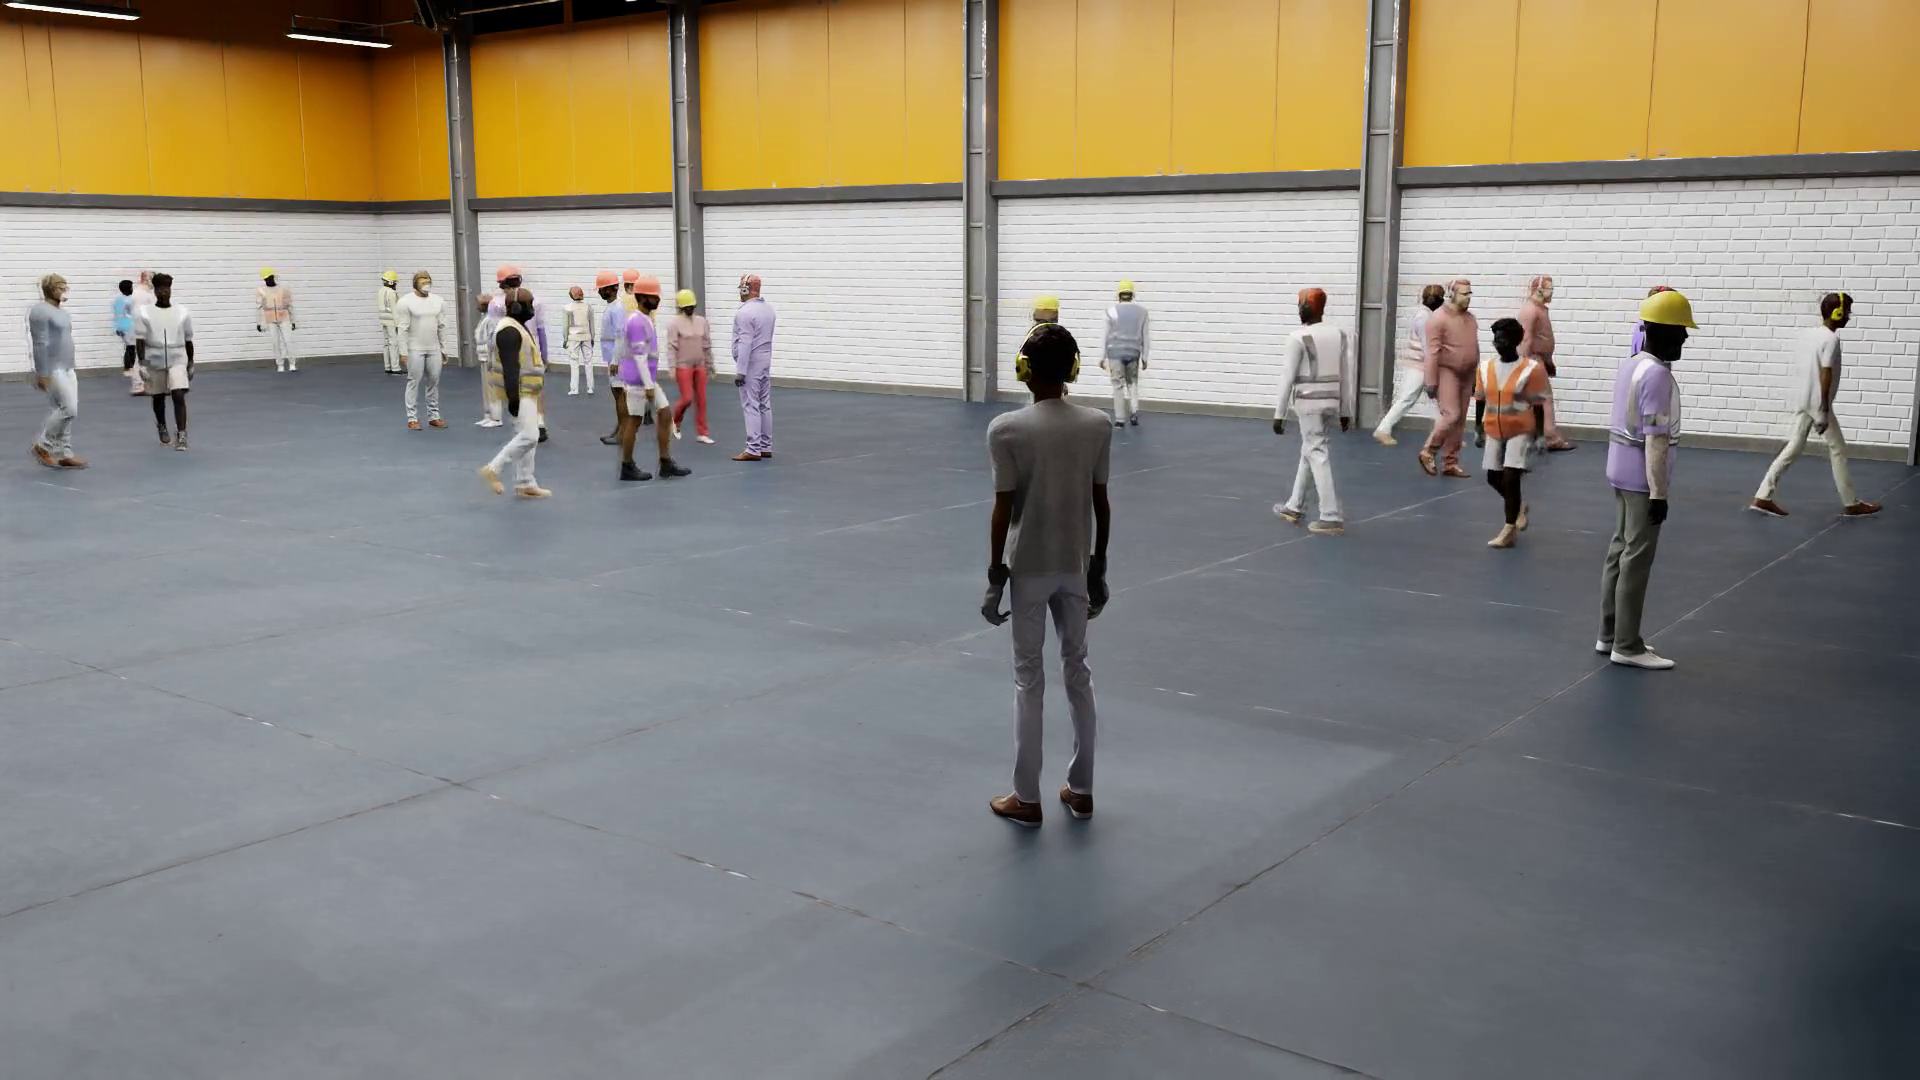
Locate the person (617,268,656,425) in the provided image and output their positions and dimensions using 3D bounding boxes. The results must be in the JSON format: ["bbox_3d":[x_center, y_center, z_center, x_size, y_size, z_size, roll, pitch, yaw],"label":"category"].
[{"bbox_3d":[-4.034,-2.387,20.583,0.552,1.942,0.341,-2,10,-10],"label":"person"}]

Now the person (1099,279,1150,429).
[{"bbox_3d":[1.976,-2.240,20.111,0.594,1.817,0.431,-2,10,-12],"label":"person"}]

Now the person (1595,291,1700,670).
[{"bbox_3d":[3.532,-0.310,8.545,0.384,1.922,0.594,1,10,7],"label":"person"}]

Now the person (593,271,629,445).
[{"bbox_3d":[-3.864,-2.021,18.498,0.374,1.928,0.542,-3,10,-16],"label":"person"}]

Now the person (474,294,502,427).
[{"bbox_3d":[-5.777,-2.196,20.378,0.327,1.632,0.523,-5,11,-26],"label":"person"}]

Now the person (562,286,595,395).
[{"bbox_3d":[-5.719,-2.988,24.973,0.511,1.638,0.307,-6,12,-33],"label":"person"}]

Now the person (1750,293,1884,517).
[{"bbox_3d":[6.895,-1.071,13.344,1.019,1.812,0.530,0,10,2],"label":"person"}]

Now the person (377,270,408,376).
[{"bbox_3d":[-9.902,-3.776,29.001,0.404,1.830,0.588,-9,13,-42],"label":"person"}]

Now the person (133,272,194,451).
[{"bbox_3d":[-8.671,-1.958,18.155,0.595,1.930,0.981,-5,11,-27],"label":"person"}]

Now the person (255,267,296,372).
[{"bbox_3d":[-12.217,-3.920,29.665,0.634,1.884,0.545,-4,10,-20],"label":"person"}]

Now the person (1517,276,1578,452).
[{"bbox_3d":[6.269,-1.882,17.839,0.897,1.869,0.657,4,10,21],"label":"person"}]

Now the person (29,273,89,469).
[{"bbox_3d":[-8.785,-1.632,16.237,0.426,1.925,0.661,-1,10,-7],"label":"person"}]

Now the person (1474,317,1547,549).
[{"bbox_3d":[4.025,-0.790,12.071,0.611,1.666,0.567,-9,13,-41],"label":"person"}]

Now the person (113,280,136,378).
[{"bbox_3d":[-14.186,-3.618,28.512,0.547,1.675,0.572,6,12,33],"label":"person"}]

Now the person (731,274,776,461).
[{"bbox_3d":[-2.143,-1.765,17.068,0.409,1.906,0.652,3,10,19],"label":"person"}]

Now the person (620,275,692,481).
[{"bbox_3d":[-2.832,-1.490,15.442,0.788,1.907,0.582,0,10,3],"label":"person"}]

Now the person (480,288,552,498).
[{"bbox_3d":[-3.811,-1.244,14.265,0.502,1.825,0.643,-1,10,-4],"label":"person"}]

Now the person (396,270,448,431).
[{"bbox_3d":[-6.461,-2.278,20.019,0.384,1.929,0.646,8,13,40],"label":"person"}]

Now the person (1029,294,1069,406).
[{"bbox_3d":[0.904,-1.550,16.383,0.744,1.719,0.500,-2,10,-10],"label":"person"}]

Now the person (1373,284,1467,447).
[{"bbox_3d":[5.046,-1.904,18.240,0.973,1.801,0.606,4,11,24],"label":"person"}]

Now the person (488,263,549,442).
[{"bbox_3d":[-4.866,-2.042,18.382,0.642,2.013,0.626,-6,11,-31],"label":"person"}]

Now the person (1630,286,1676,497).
[{"bbox_3d":[5.980,-1.283,14.466,0.390,1.838,0.564,2,10,14],"label":"person"}]

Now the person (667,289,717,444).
[{"bbox_3d":[-3.006,-1.921,18.481,0.514,1.729,0.600,10,14,44],"label":"person"}]

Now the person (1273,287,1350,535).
[{"bbox_3d":[2.630,-0.996,12.736,0.599,1.848,0.919,-6,12,-33],"label":"person"}]

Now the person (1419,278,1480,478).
[{"bbox_3d":[4.673,-1.518,15.698,0.648,1.895,0.418,-7,12,-36],"label":"person"}]

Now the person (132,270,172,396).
[{"bbox_3d":[-11.984,-3.072,24.778,0.844,1.871,0.673,-4,11,-23],"label":"person"}]

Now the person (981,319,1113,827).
[{"bbox_3d":[0.321,0.127,6.159,0.511,1.872,0.328,-4,11,-23],"label":"person"}]
